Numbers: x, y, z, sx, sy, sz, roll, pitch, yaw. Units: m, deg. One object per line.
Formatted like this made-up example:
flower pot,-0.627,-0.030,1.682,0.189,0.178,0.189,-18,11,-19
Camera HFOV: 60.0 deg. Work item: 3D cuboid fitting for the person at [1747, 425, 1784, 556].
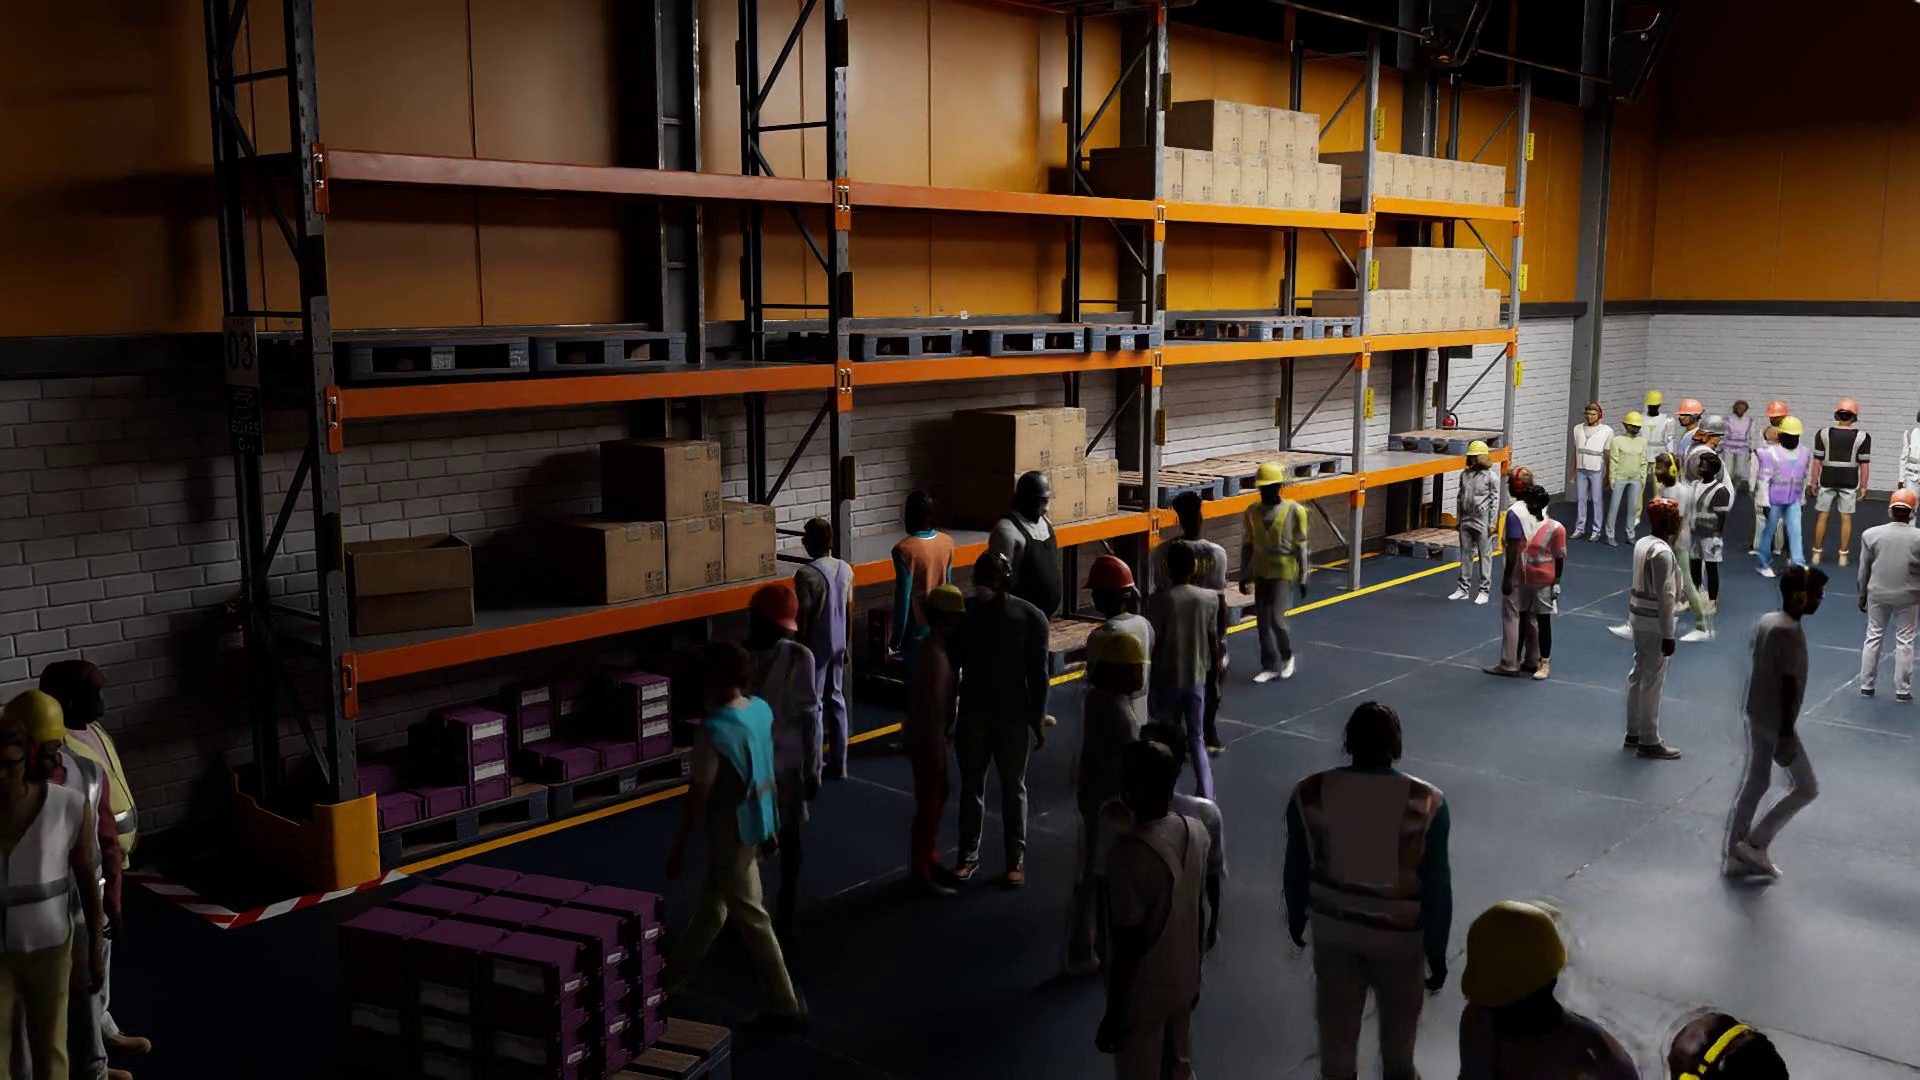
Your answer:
person,10.104,-0.606,20.767,0.515,1.641,0.314,1,9,4

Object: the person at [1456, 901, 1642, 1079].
person,1.450,1.833,4.300,0.891,1.862,0.605,-3,9,-18

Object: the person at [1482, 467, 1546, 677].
person,4.878,0.282,14.457,0.429,1.832,0.572,9,12,44

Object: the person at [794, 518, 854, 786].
person,-0.943,0.760,11.353,0.352,1.835,0.518,7,11,40

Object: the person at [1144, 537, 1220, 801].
person,1.412,0.901,10.444,0.528,1.839,0.923,-1,9,-6

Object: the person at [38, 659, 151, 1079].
person,-3.741,1.412,7.115,0.429,1.843,0.627,-2,9,-11

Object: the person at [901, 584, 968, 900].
person,-0.140,1.116,9.312,0.385,1.748,0.577,0,9,-2

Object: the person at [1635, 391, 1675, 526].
person,9.664,-1.128,23.277,0.601,1.915,0.435,4,10,23

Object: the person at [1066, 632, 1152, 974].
person,0.840,1.299,8.211,0.719,1.715,0.517,-2,9,-11

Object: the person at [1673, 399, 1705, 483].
person,8.665,-0.665,19.855,0.374,2.042,0.615,1,9,7

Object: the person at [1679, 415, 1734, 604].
person,7.960,-0.335,17.740,0.535,2.000,0.685,1,9,8

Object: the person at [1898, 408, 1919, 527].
person,12.176,-0.764,21.032,0.352,1.880,0.577,-7,11,-36

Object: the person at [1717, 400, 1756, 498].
person,12.042,-1.383,25.840,0.557,1.618,0.471,2,9,12

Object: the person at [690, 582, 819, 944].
person,-1.054,1.152,8.590,0.689,1.910,0.355,1,9,7

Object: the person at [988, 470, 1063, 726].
person,0.526,0.462,12.595,0.536,2.000,0.704,7,11,38

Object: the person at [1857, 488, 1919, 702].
person,7.680,0.446,13.653,0.566,1.744,0.350,8,12,41

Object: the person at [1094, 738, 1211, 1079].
person,0.676,1.601,5.879,0.327,1.843,0.515,8,12,43

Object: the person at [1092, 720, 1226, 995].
person,0.796,1.555,6.700,0.555,1.680,0.366,-1,9,-4

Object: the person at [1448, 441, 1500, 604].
person,5.504,-0.193,17.772,0.304,1.745,0.483,-7,11,-38

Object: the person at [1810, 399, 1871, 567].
person,10.606,-0.685,20.049,0.614,2.029,0.409,6,10,32

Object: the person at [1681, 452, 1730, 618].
person,7.627,-0.059,17.057,0.318,1.699,0.535,-3,9,-17

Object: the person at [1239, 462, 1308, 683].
person,2.647,0.287,14.154,0.618,1.905,0.432,8,12,41

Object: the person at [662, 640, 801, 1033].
person,-1.134,1.353,7.634,0.900,1.788,0.567,2,9,12

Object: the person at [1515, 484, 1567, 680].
person,4.942,0.360,14.358,0.539,1.695,0.318,9,12,44

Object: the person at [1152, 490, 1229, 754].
person,1.712,0.604,11.997,0.633,1.937,0.543,7,11,38

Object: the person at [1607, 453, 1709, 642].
person,6.730,0.084,15.779,0.972,1.813,0.520,-1,9,-9

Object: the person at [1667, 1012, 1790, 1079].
person,1.592,1.931,3.744,0.613,1.843,0.452,-2,9,-10

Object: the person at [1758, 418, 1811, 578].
person,9.439,-0.451,18.982,0.612,1.878,0.955,0,9,-2

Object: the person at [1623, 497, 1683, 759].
person,5.033,0.630,12.028,0.355,1.882,0.576,1,9,4

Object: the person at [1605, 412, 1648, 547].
person,8.663,-0.785,21.561,0.530,1.761,0.340,-1,9,-7

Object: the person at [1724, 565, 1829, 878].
person,4.638,1.046,9.456,0.469,1.841,0.664,0,9,3

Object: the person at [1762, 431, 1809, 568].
person,9.897,-0.508,19.989,0.537,1.693,0.319,9,12,44

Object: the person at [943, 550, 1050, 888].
person,0.186,1.006,9.421,0.636,1.936,0.354,2,9,12

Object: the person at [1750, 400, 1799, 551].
person,10.382,-0.817,21.222,0.387,1.929,0.544,-4,10,-25

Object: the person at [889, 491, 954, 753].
person,-0.276,0.601,12.099,0.392,1.919,0.591,7,11,38

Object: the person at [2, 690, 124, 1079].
person,-3.670,1.488,6.677,0.403,1.825,0.593,8,12,43

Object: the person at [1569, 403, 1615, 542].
person,8.377,-0.901,22.056,0.393,1.836,0.560,-7,11,-37

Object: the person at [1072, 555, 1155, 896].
person,0.839,1.042,9.217,0.388,1.930,0.543,7,11,39

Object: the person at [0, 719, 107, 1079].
person,-3.494,1.564,6.162,0.600,1.826,0.599,-5,10,-29

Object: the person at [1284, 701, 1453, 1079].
person,1.620,1.509,6.587,0.663,1.802,0.889,4,10,22
